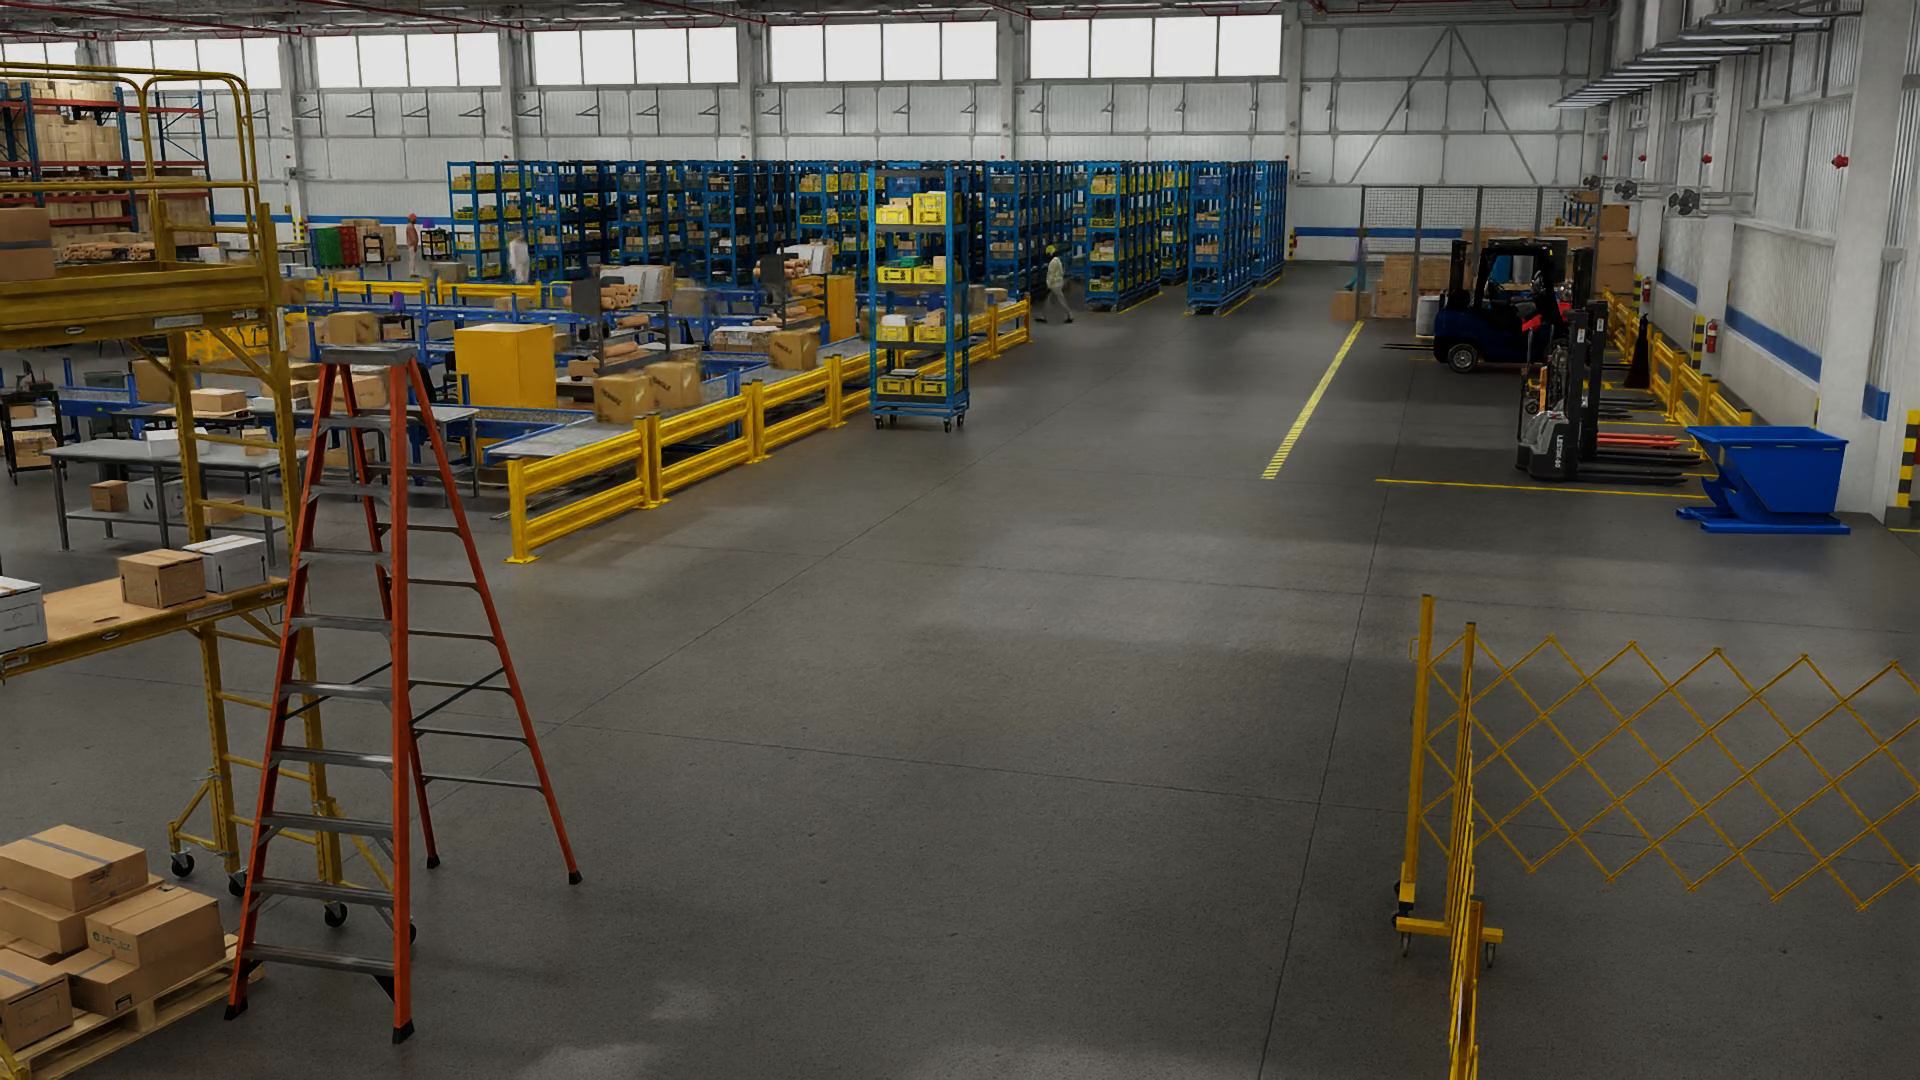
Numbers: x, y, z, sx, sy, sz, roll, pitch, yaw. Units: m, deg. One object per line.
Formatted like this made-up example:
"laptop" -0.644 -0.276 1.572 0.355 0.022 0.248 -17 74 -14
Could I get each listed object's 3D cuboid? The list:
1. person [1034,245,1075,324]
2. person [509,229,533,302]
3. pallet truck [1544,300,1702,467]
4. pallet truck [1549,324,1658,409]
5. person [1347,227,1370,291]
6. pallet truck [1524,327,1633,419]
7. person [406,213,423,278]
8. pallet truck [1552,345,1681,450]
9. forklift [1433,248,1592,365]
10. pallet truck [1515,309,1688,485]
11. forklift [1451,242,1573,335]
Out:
"person" 2.172 -5.771 37.648 0.966 1.770 0.637 2 13 10
"person" -11.384 -7.098 43.101 0.463 1.892 0.645 5 14 22
"pallet truck" 8.263 -1.952 20.631 1.885 1.965 0.823 5 14 20
"pallet truck" 9.824 -2.669 25.407 1.601 1.201 0.680 4 14 16
"person" 10.972 -7.642 45.576 0.565 1.835 0.578 2 13 10
"pallet truck" 9.065 -2.460 24.370 1.522 1.261 0.704 3 13 14
"person" -17.019 -9.160 51.770 0.376 1.997 0.612 -7 15 -28
"pallet truck" 8.641 -1.896 21.908 1.630 1.274 0.653 4 14 16
"forklift" 9.780 -4.111 29.280 2.680 1.987 1.157 3 13 14
"pallet truck" 7.554 -1.677 19.446 1.885 1.965 0.823 3 13 14
"forklift" 10.464 -4.597 31.405 2.680 1.987 1.157 4 14 16
